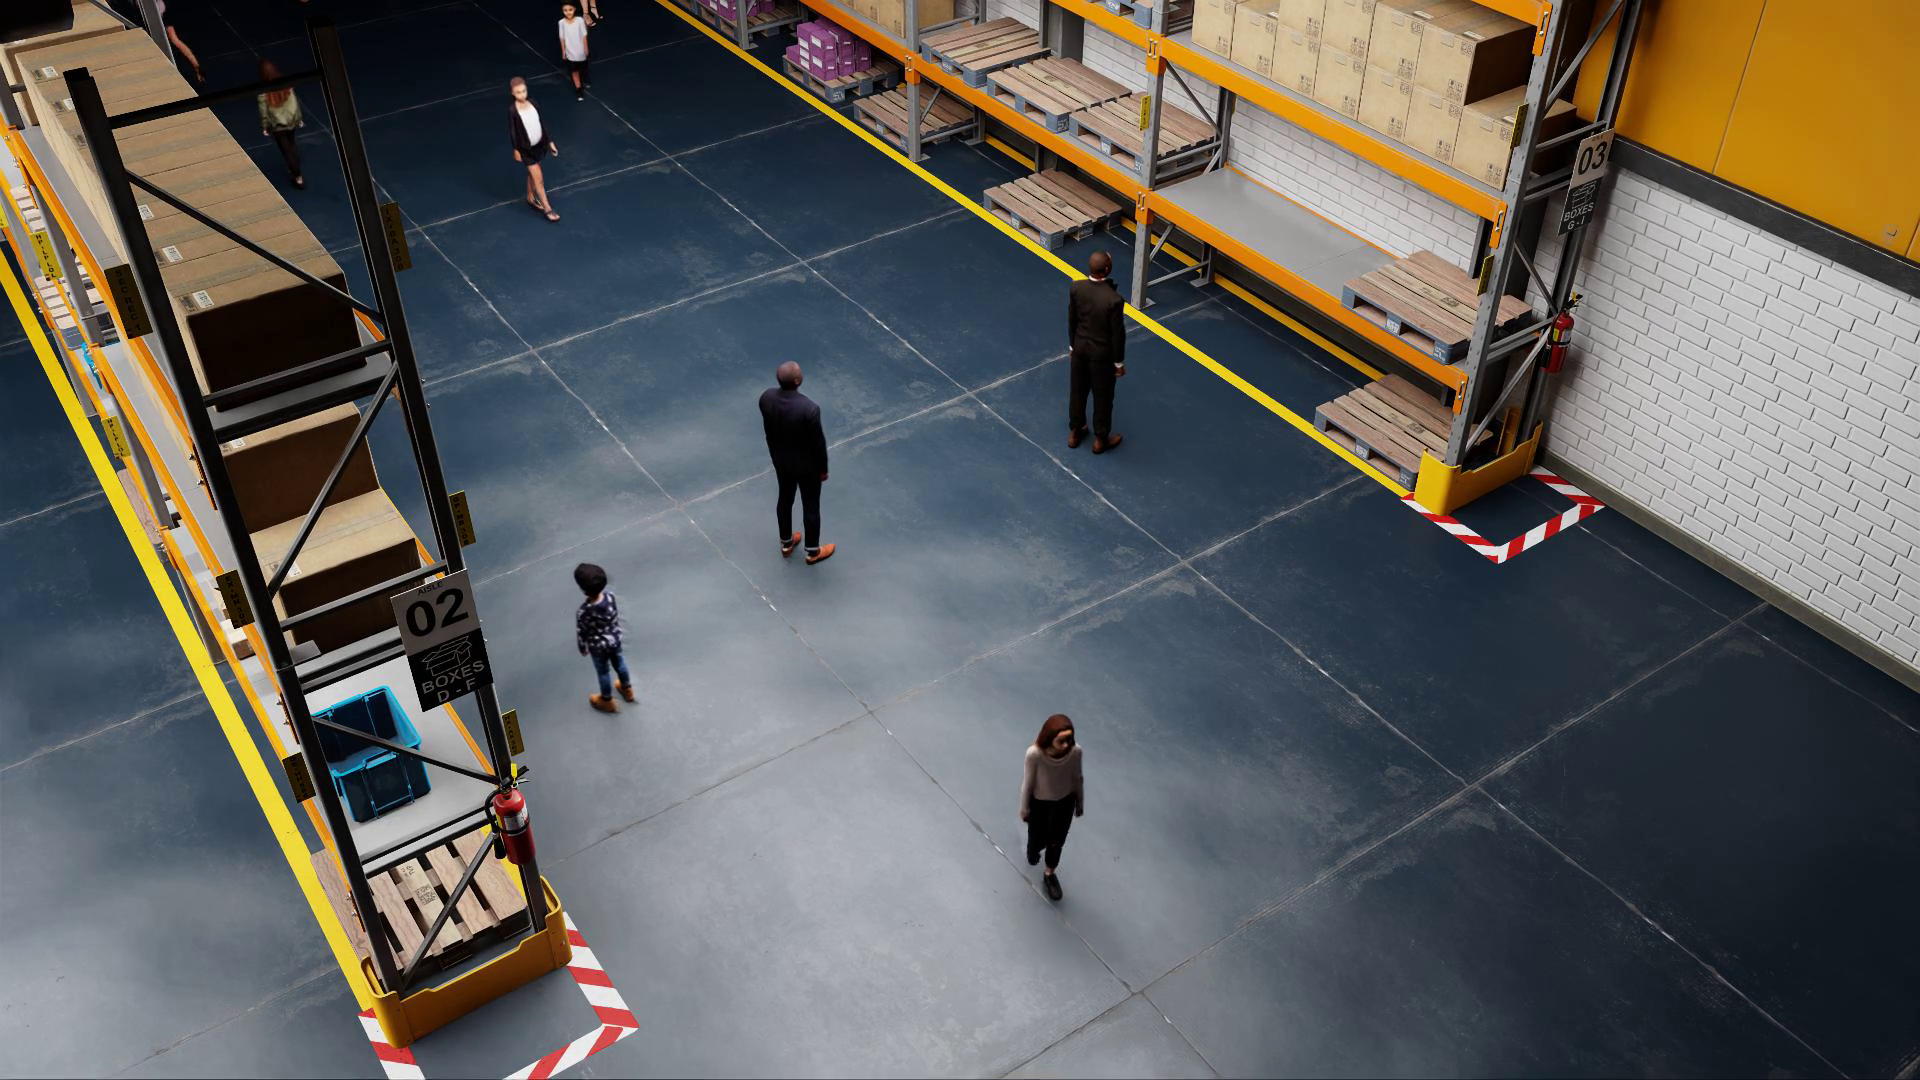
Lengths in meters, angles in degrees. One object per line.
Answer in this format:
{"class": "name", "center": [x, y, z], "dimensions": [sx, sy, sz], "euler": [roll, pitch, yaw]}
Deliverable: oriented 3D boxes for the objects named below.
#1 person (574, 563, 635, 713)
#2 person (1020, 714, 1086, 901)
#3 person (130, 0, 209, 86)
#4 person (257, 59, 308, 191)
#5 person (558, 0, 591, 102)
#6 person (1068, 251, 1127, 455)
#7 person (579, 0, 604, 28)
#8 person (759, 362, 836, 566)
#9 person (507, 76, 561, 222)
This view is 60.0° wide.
{"class": "person", "center": [-2.535, 0.683, 11.798], "dimensions": [0.514, 1.247, 0.531], "euler": [31, 48, 33]}
{"class": "person", "center": [0.553, 1.605, 10.458], "dimensions": [0.693, 1.478, 0.790], "euler": [-9, 39, -11]}
{"class": "person", "center": [-9.649, -6.307, 20.135], "dimensions": [1.193, 1.765, 1.064], "euler": [11, 40, 14]}
{"class": "person", "center": [-7.337, -4.508, 18.120], "dimensions": [0.700, 1.470, 0.681], "euler": [27, 46, 29]}
{"class": "person", "center": [-4.673, -5.998, 20.163], "dimensions": [0.652, 1.248, 0.797], "euler": [-7, 39, -9]}
{"class": "person", "center": [1.148, -1.598, 14.127], "dimensions": [0.691, 1.905, 0.830], "euler": [22, 44, 25]}
{"class": "person", "center": [-4.921, -7.651, 21.856], "dimensions": [0.791, 1.717, 0.754], "euler": [12, 40, 15]}
{"class": "person", "center": [-1.276, -0.604, 12.951], "dimensions": [0.705, 1.818, 0.842], "euler": [19, 42, 22]}
{"class": "person", "center": [-4.625, -4.218, 17.705], "dimensions": [0.931, 1.533, 0.692], "euler": [27, 46, 29]}
